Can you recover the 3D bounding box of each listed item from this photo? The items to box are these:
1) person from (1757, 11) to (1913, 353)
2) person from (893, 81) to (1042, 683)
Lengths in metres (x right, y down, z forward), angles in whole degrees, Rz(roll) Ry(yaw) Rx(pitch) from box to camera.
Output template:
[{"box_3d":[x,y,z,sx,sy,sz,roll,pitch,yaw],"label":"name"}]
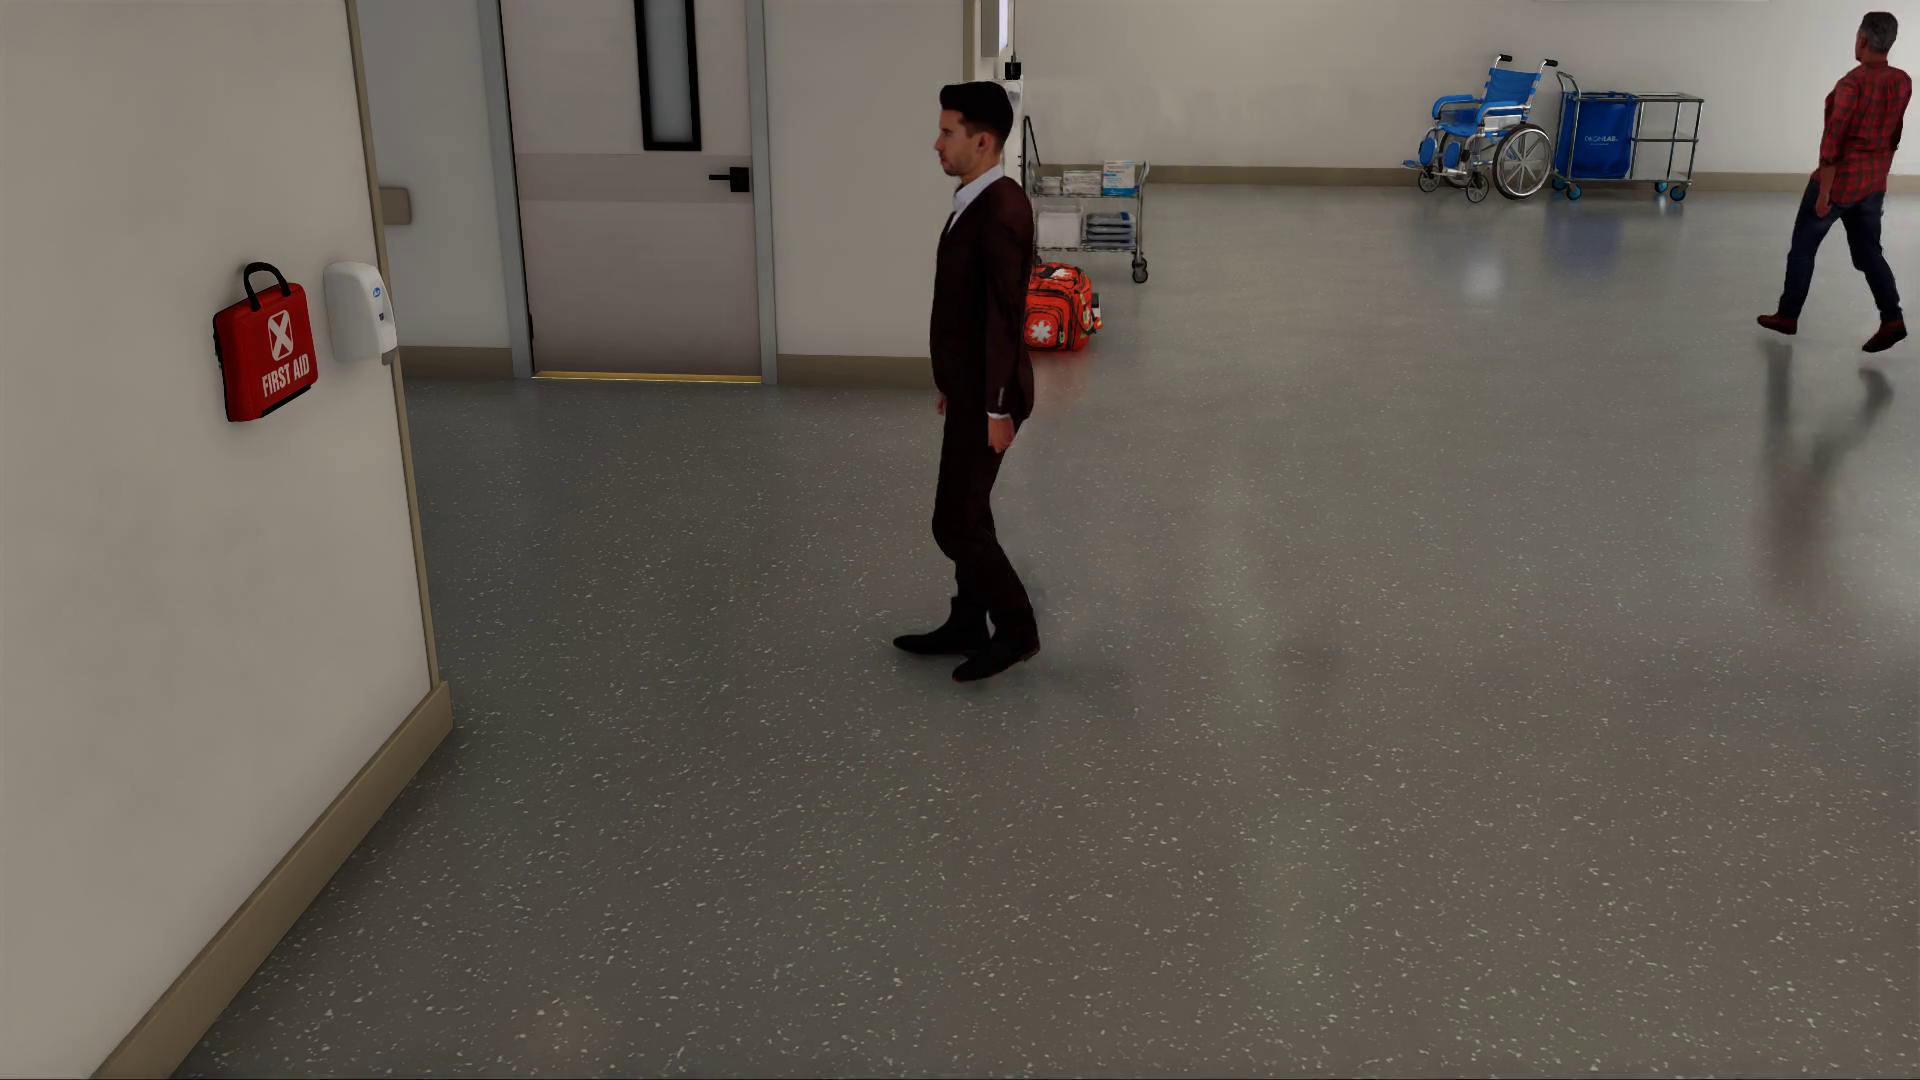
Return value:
[{"box_3d":[4.927,-1.905,9.073,0.989,1.789,1.309,-5,21,-14],"label":"person"},{"box_3d":[0.115,-0.478,5.206,0.778,1.860,0.675,0,21,0],"label":"person"}]
